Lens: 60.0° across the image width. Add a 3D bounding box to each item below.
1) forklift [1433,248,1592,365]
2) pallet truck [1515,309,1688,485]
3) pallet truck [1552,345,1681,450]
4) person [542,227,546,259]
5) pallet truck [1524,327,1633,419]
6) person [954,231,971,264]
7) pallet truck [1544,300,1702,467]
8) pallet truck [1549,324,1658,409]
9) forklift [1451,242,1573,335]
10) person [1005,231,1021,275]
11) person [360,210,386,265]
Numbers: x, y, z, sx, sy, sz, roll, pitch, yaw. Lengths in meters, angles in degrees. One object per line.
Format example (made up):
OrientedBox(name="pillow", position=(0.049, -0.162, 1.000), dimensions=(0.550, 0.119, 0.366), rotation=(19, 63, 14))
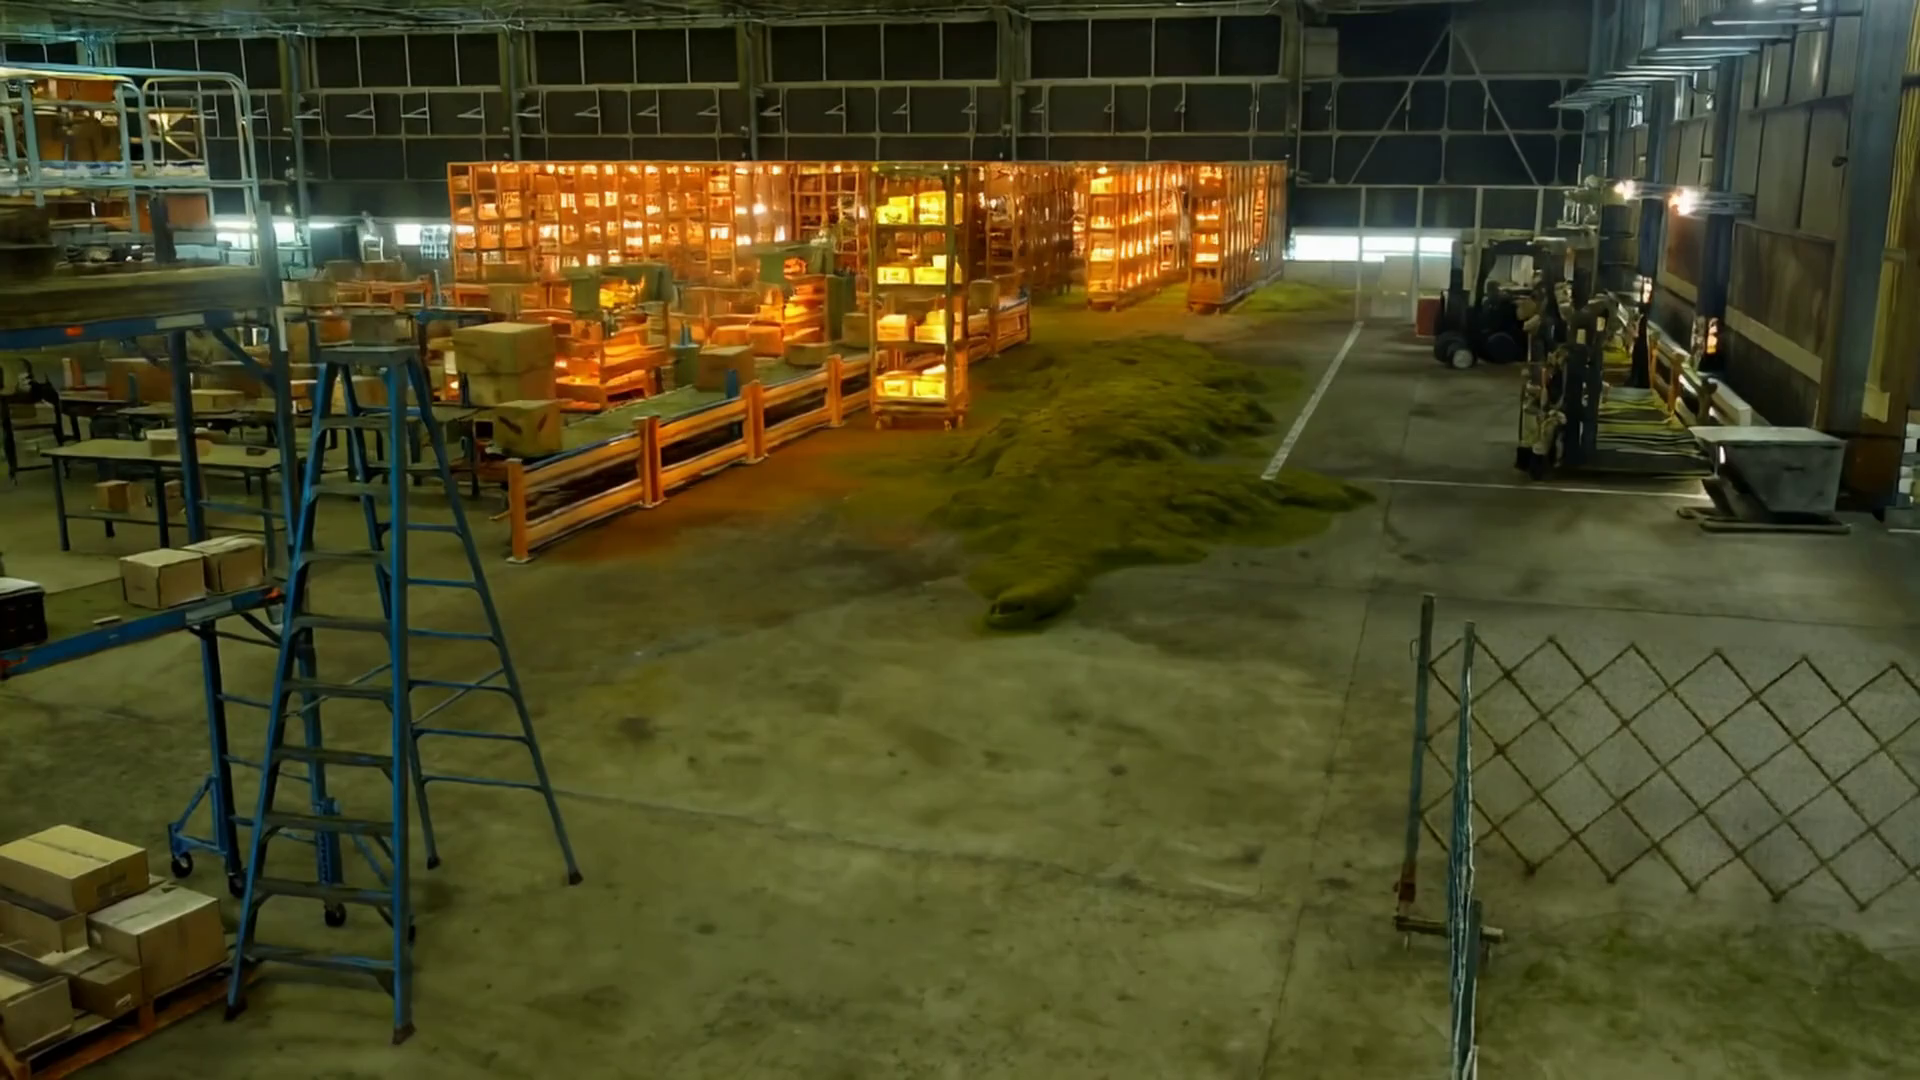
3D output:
OrientedBox(name="forklift", position=(9.780, -4.111, 29.280), dimensions=(2.680, 1.987, 1.157), rotation=(3, 13, 14))
OrientedBox(name="pallet truck", position=(7.554, -1.677, 19.446), dimensions=(1.885, 1.965, 0.823), rotation=(3, 13, 14))
OrientedBox(name="pallet truck", position=(8.641, -1.896, 21.908), dimensions=(1.630, 1.274, 0.653), rotation=(4, 14, 16))
OrientedBox(name="person", position=(-12.469, -8.826, 50.336), dimensions=(0.395, 1.990, 0.619), rotation=(-1, 13, -4))
OrientedBox(name="pallet truck", position=(9.065, -2.460, 24.370), dimensions=(1.522, 1.261, 0.704), rotation=(3, 13, 14))
OrientedBox(name="person", position=(0.090, -8.828, 50.692), dimensions=(0.592, 1.832, 0.404), rotation=(2, 13, 10))
OrientedBox(name="pallet truck", position=(8.263, -1.952, 20.631), dimensions=(1.885, 1.965, 0.823), rotation=(5, 14, 20))
OrientedBox(name="pallet truck", position=(9.824, -2.669, 25.407), dimensions=(1.601, 1.201, 0.680), rotation=(4, 14, 16))
OrientedBox(name="forklift", position=(10.464, -4.597, 31.405), dimensions=(2.680, 1.987, 1.157), rotation=(4, 14, 16))
OrientedBox(name="person", position=(1.602, -8.449, 49.079), dimensions=(0.776, 1.827, 0.577), rotation=(4, 14, 16))
OrientedBox(name="person", position=(-20.415, -10.493, 57.736), dimensions=(0.909, 1.914, 0.613), rotation=(0, 13, 0))
